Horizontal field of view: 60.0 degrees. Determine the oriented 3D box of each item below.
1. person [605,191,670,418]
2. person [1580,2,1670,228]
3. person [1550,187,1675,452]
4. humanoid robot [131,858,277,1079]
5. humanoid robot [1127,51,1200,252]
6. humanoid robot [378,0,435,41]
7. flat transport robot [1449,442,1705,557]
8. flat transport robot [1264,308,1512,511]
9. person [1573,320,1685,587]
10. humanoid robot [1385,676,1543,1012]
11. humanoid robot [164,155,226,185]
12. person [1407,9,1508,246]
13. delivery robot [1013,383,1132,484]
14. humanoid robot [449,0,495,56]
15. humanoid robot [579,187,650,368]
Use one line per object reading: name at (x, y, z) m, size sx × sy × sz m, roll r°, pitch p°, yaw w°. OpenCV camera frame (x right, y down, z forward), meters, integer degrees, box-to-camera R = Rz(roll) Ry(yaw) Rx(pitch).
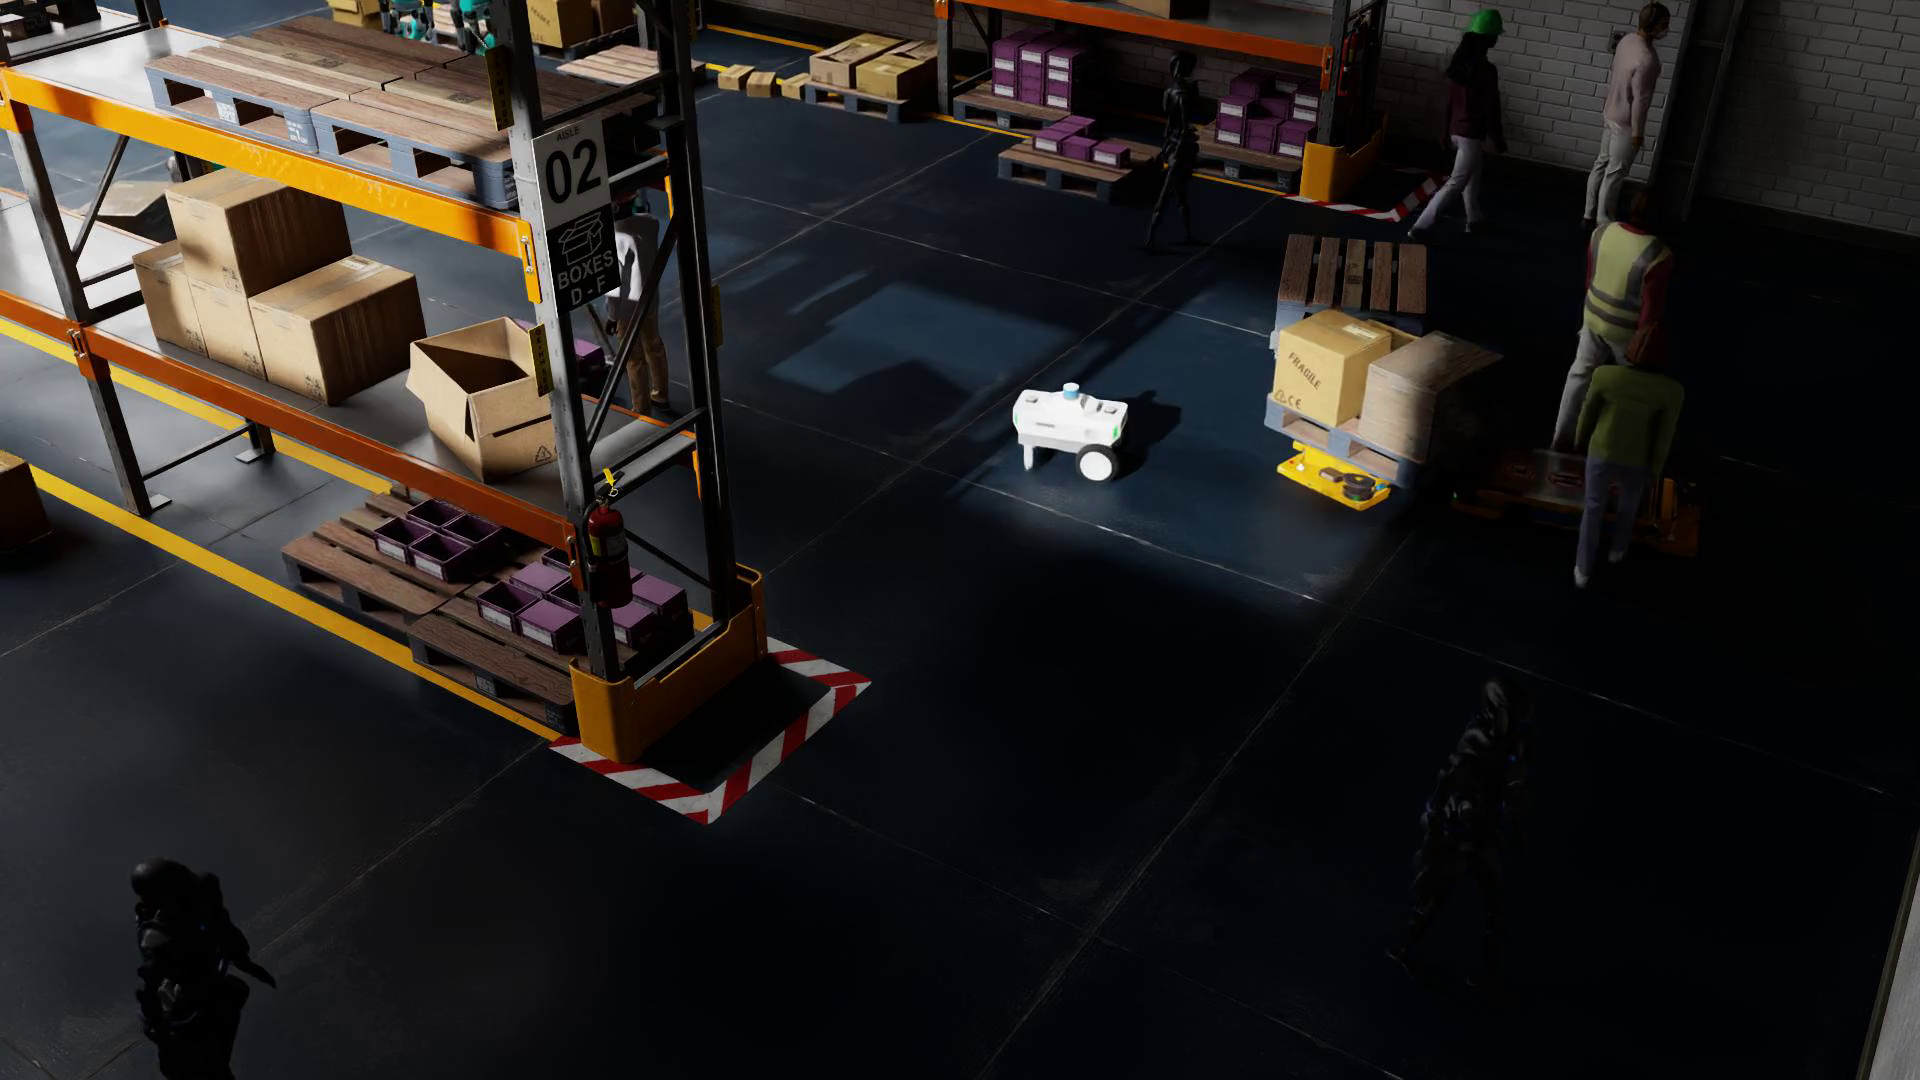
person at (-2.161, -1.579, 10.938) m, size 0.324 × 1.751 × 0.558 m, roll 14°, pitch 36°, yaw 20°
person at (5.446, -3.417, 13.600) m, size 0.376 × 1.936 × 0.627 m, roll 1°, pitch 33°, yaw 1°
person at (4.284, -1.393, 10.598) m, size 0.791 × 1.809 × 0.656 m, roll -17°, pitch 37°, yaw -24°
humanoid robot at (-2.696, 1.711, 5.995) m, size 0.691 × 1.650 × 0.616 m, roll 3°, pitch 33°, yaw 4°
humanoid robot at (1.689, -3.124, 13.392) m, size 0.640 × 1.638 × 0.595 m, roll -2°, pitch 33°, yaw -3°
humanoid robot at (-5.477, -5.081, 16.349) m, size 0.530 × 1.783 × 0.762 m, roll -22°, pitch 39°, yaw -30°
flat transport robot at (3.814, -0.269, 10.286) m, size 1.431 × 0.231 × 0.659 m, roll 13°, pitch 35°, yaw 19°
flat transport robot at (2.779, -0.624, 10.831) m, size 1.431 × 0.231 × 0.659 m, roll -27°, pitch 41°, yaw -34°
person at (3.747, -0.528, 9.448) m, size 0.507 × 1.615 × 0.644 m, roll 12°, pitch 35°, yaw 17°
humanoid robot at (2.081, 1.235, 6.691) m, size 0.601 × 1.640 × 0.567 m, roll -19°, pitch 37°, yaw -26°
humanoid robot at (-4.996, -2.042, 11.642) m, size 0.696 × 1.771 × 0.545 m, roll 17°, pitch 37°, yaw 24°
person at (4.131, -3.334, 13.496) m, size 0.940 × 1.906 × 0.499 m, roll -9°, pitch 34°, yaw -14°
delivery robot at (0.737, -0.711, 10.714) m, size 0.777 × 0.606 × 0.524 m, roll 9°, pitch 34°, yaw 14°
humanoid robot at (-4.419, -4.671, 15.771) m, size 0.725 × 1.841 × 0.538 m, roll 24°, pitch 40°, yaw 32°
humanoid robot at (-2.487, -2.067, 11.658) m, size 0.538 × 1.741 × 0.657 m, roll -26°, pitch 41°, yaw -34°
